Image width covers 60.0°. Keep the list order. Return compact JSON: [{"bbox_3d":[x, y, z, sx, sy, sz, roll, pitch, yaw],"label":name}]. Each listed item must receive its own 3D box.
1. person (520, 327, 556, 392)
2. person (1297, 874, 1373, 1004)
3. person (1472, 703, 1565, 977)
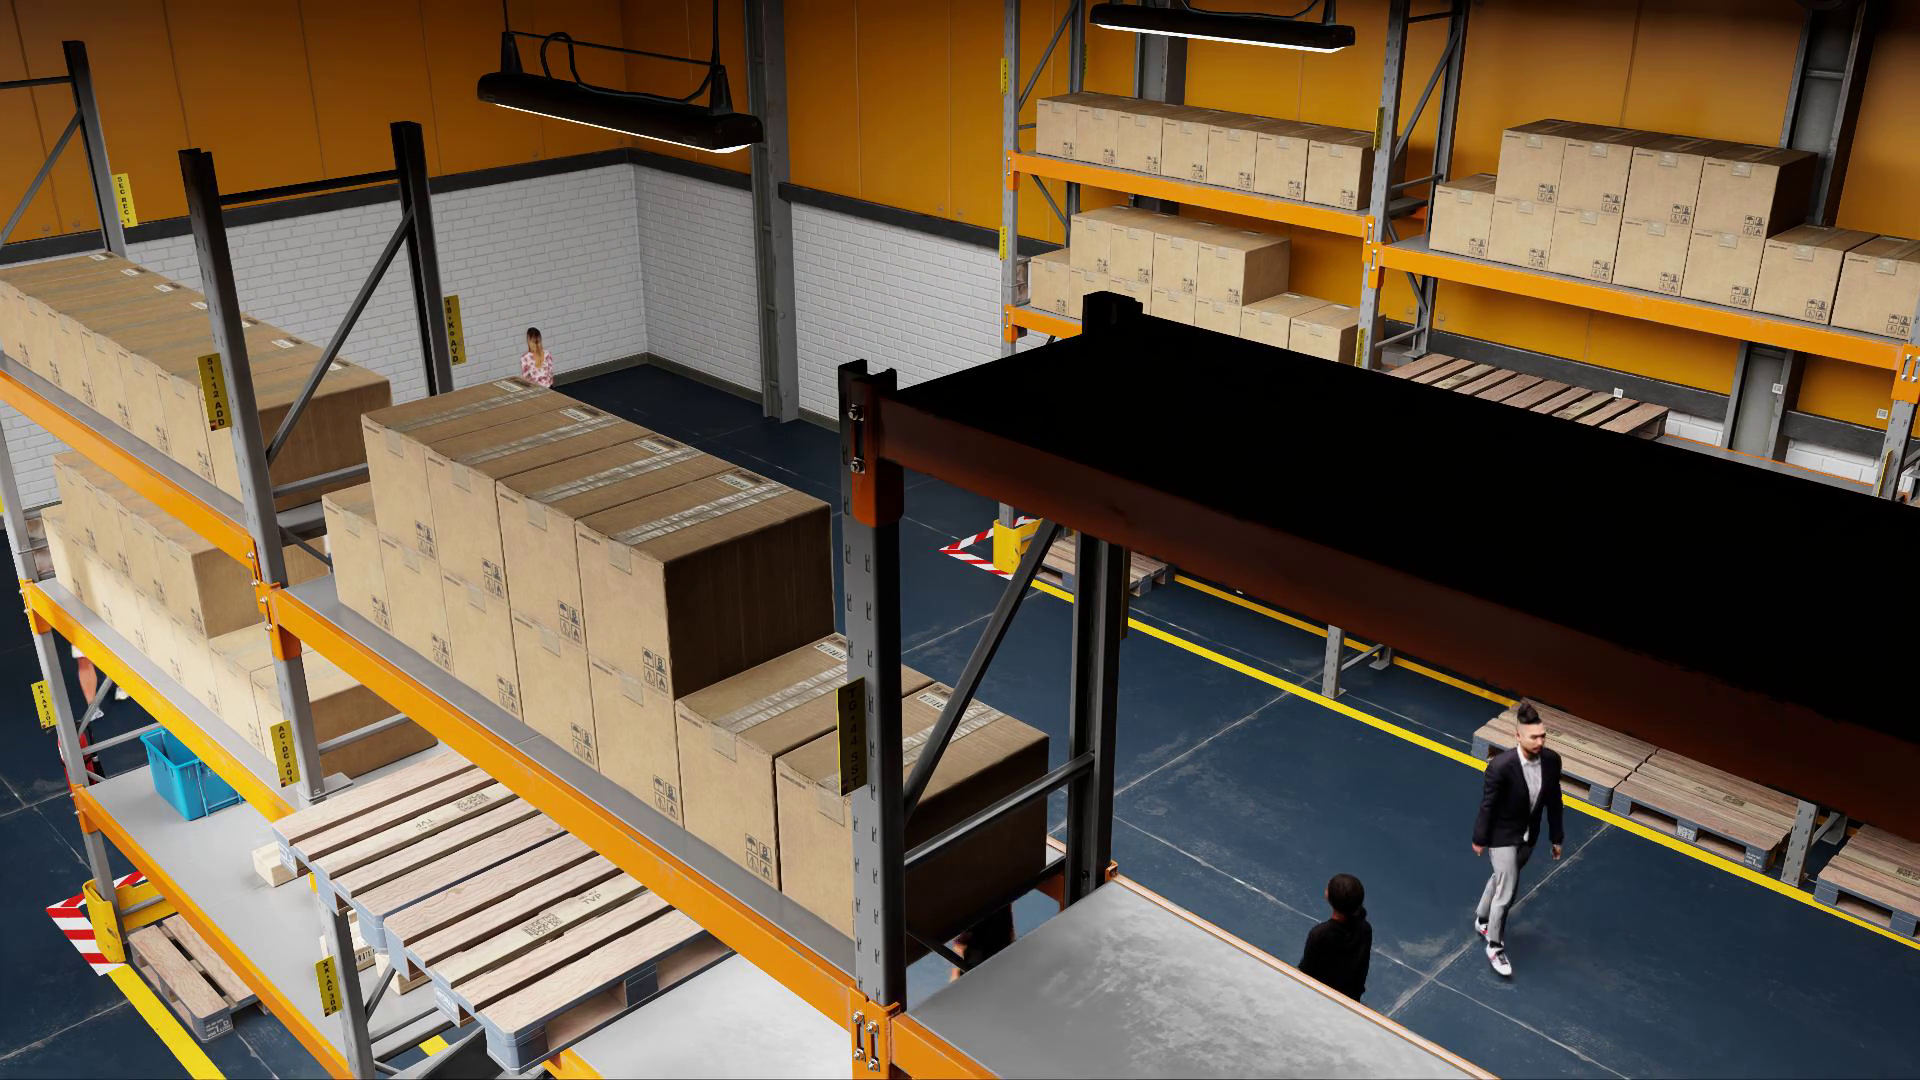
[{"bbox_3d":[-5.063,-1.771,20.065,0.583,1.633,0.530,-19,30,-37],"label":"person"},{"bbox_3d":[2.199,2.724,9.746,0.827,1.660,1.060,-9,25,-20],"label":"person"},{"bbox_3d":[3.693,1.911,11.270,0.903,1.931,0.981,-9,25,-19],"label":"person"}]
